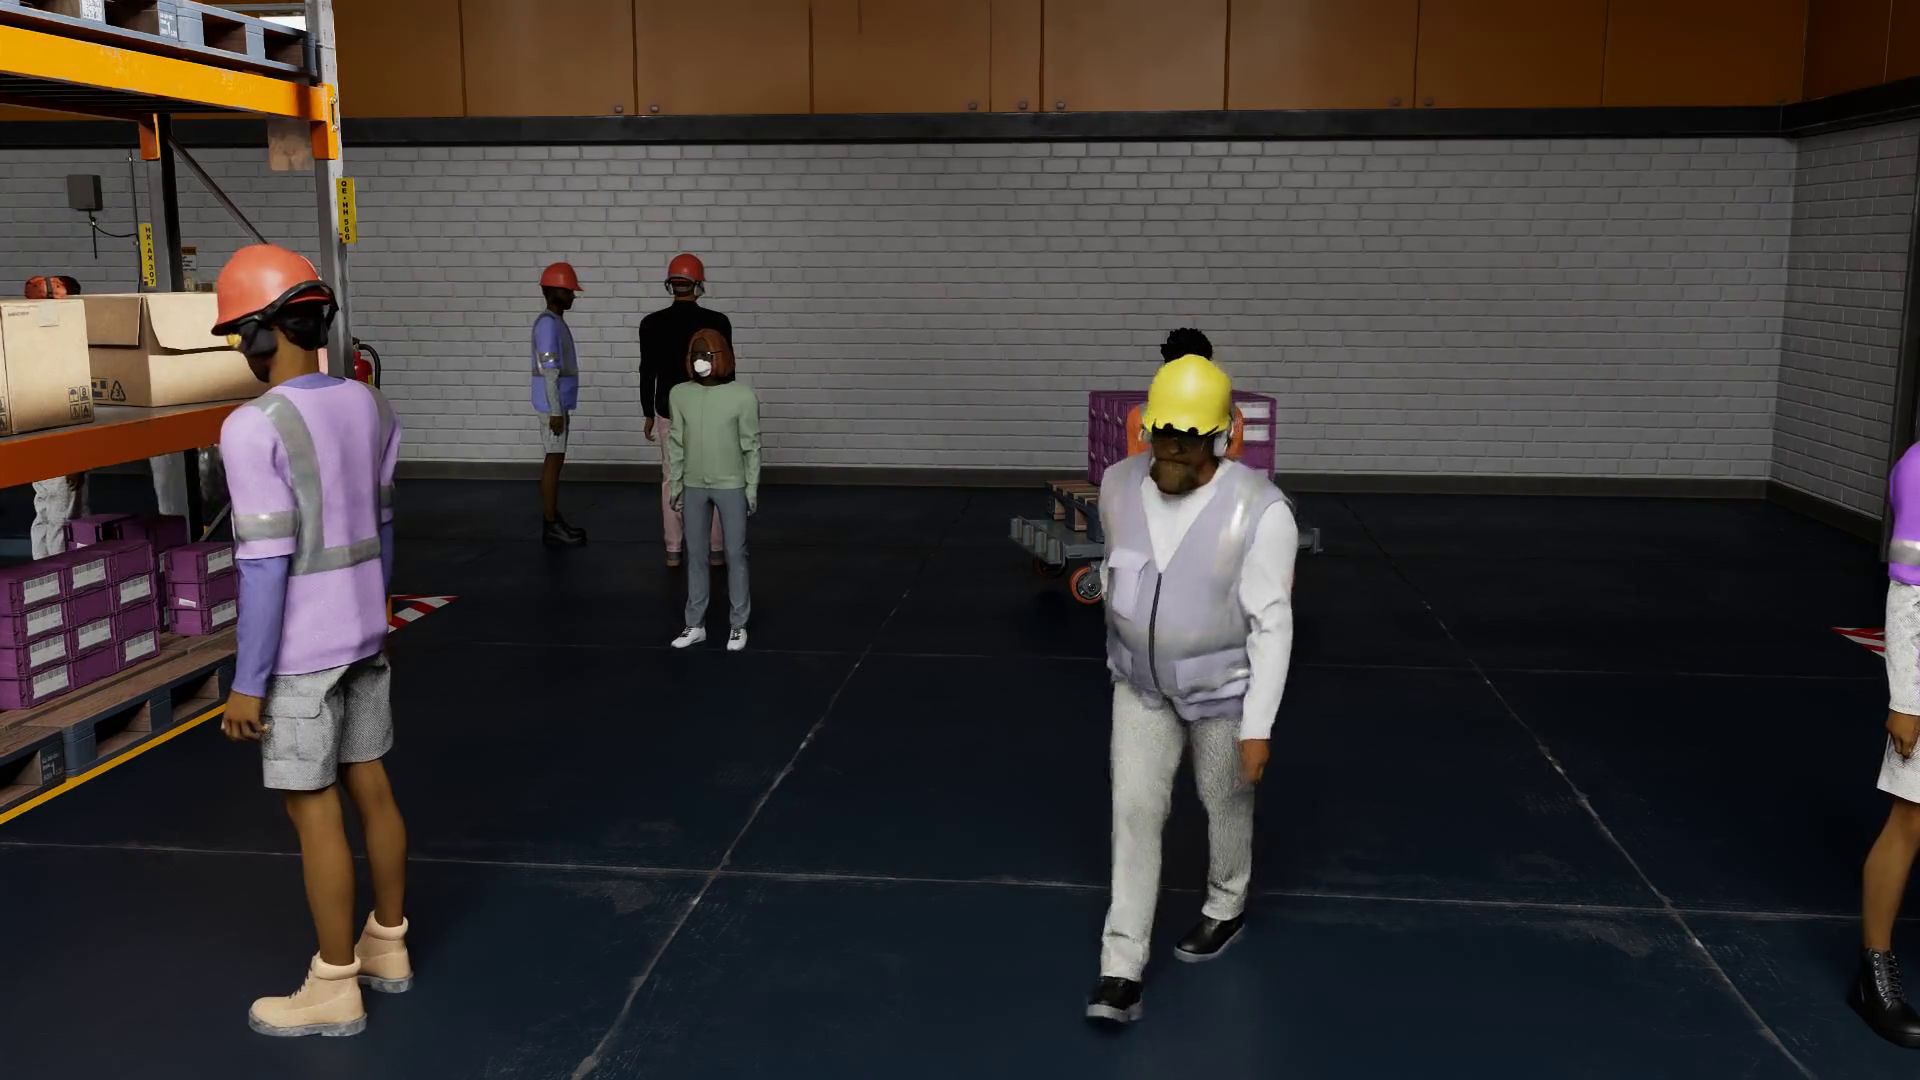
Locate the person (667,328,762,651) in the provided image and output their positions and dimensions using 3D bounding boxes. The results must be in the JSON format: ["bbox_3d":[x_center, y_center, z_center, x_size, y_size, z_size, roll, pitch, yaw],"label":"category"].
[{"bbox_3d":[-1.243,-0.252,8.416,0.501,1.633,0.284,3,10,15],"label":"person"}]

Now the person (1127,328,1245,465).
[{"bbox_3d":[0.945,-0.048,7.073,0.540,1.696,0.316,-2,10,-13],"label":"person"}]

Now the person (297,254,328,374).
[{"bbox_3d":[-4.075,-0.768,10.333,0.373,1.997,0.616,0,10,1],"label":"person"}]

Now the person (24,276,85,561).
[{"bbox_3d":[-4.802,-0.452,8.856,0.357,1.881,0.574,-9,14,-43],"label":"person"}]

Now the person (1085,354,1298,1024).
[{"bbox_3d":[0.601,0.385,4.420,0.602,1.753,0.962,6,11,30],"label":"person"}]

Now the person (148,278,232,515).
[{"bbox_3d":[-4.725,-0.721,10.309,0.643,1.918,0.837,6,11,29],"label":"person"}]

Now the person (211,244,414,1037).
[{"bbox_3d":[-1.689,0.269,4.297,0.392,2.033,0.605,2,10,13],"label":"person"}]

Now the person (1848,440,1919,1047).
[{"bbox_3d":[2.583,0.345,4.178,0.547,1.930,0.409,-2,10,-11],"label":"person"}]

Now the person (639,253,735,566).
[{"bbox_3d":[-1.733,-0.823,10.654,0.612,1.996,0.388,0,10,1],"label":"person"}]

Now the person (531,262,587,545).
[{"bbox_3d":[-2.759,-0.935,11.472,0.376,1.934,0.547,-2,10,-10],"label":"person"}]

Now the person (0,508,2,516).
[{"bbox_3d":[-7.464,-1.049,12.280,0.346,1.897,0.727,1,10,7],"label":"person"}]

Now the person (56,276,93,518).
[{"bbox_3d":[-6.229,-0.925,11.677,0.429,1.842,0.636,-2,10,-10],"label":"person"}]
